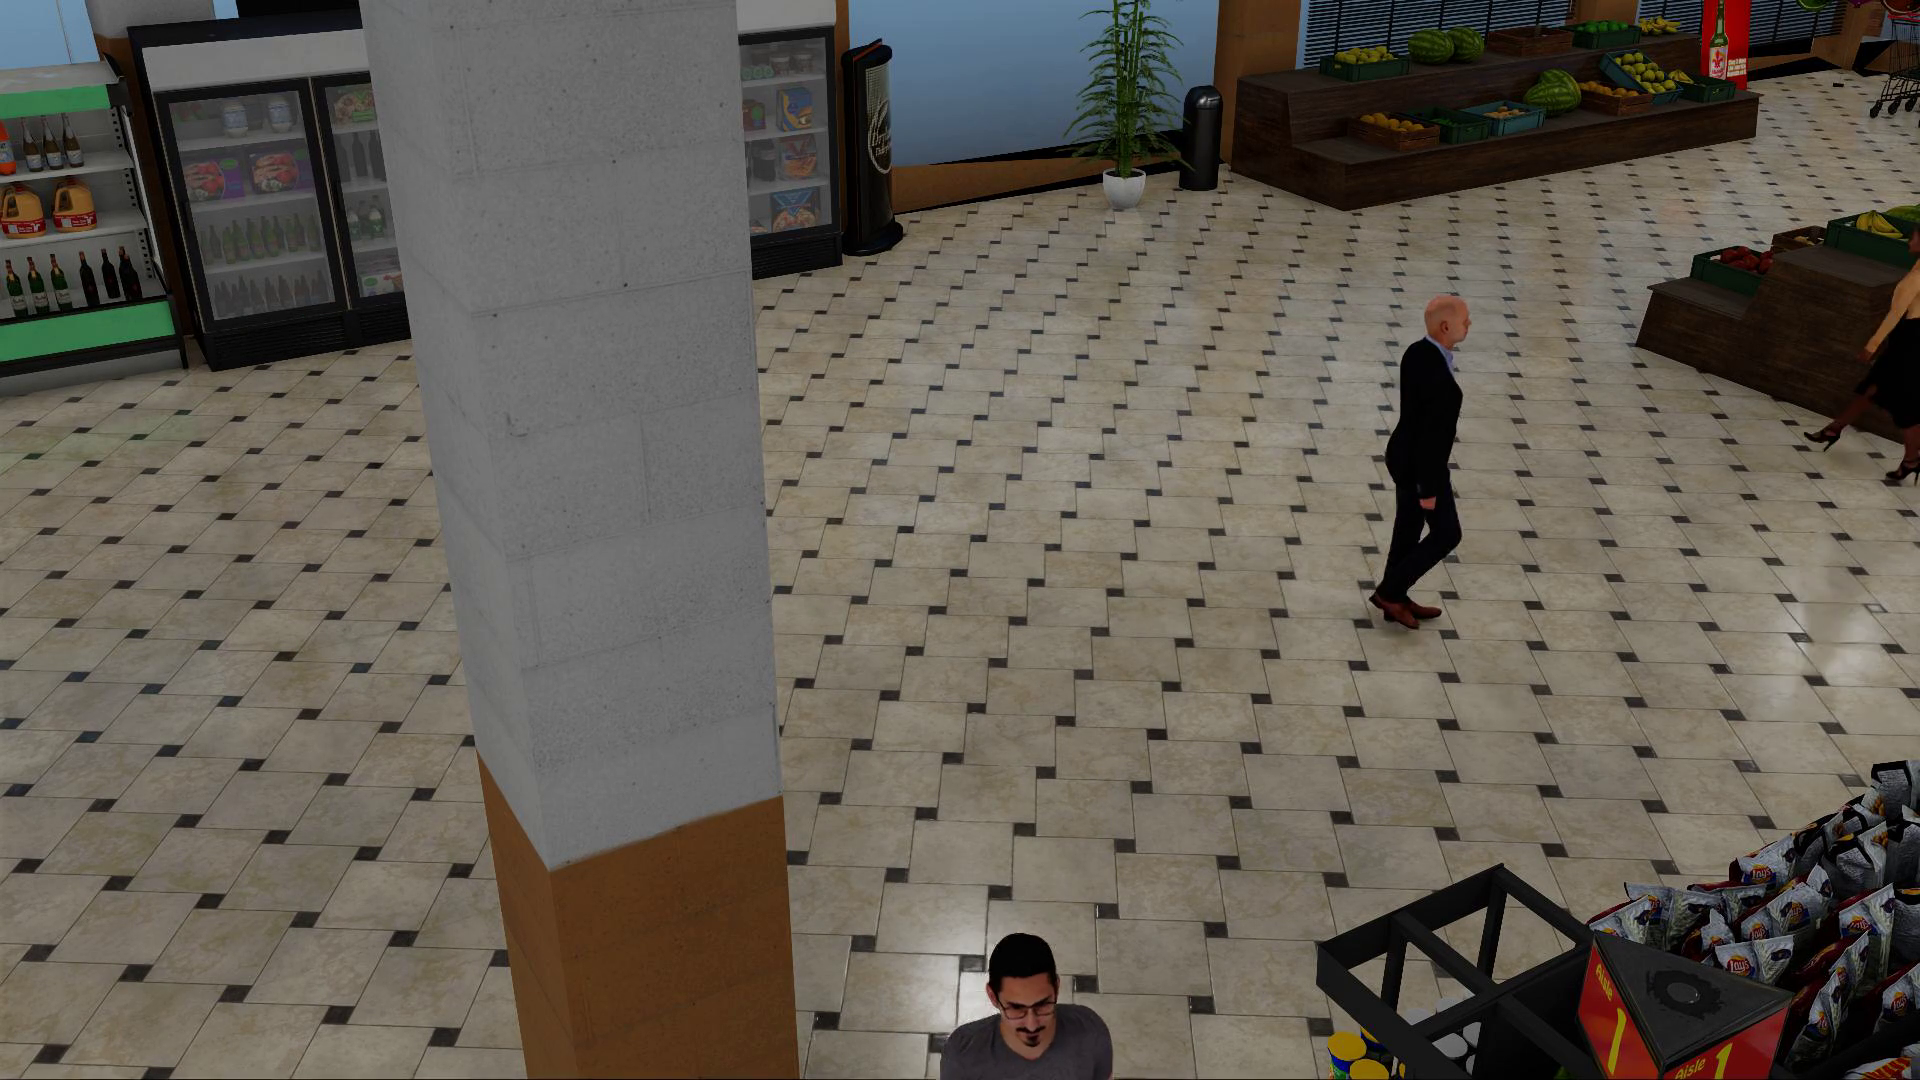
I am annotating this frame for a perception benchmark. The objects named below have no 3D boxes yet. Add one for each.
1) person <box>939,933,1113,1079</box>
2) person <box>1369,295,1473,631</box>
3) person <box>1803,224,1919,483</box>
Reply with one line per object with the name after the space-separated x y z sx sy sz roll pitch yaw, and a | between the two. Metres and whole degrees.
0.171 1.699 4.399 0.964 1.736 0.841 -7 28 -13 | person
2.257 -0.374 8.420 0.841 1.796 0.826 2 27 3 | person
5.795 -1.105 10.050 0.808 1.626 0.964 24 35 39 | person
